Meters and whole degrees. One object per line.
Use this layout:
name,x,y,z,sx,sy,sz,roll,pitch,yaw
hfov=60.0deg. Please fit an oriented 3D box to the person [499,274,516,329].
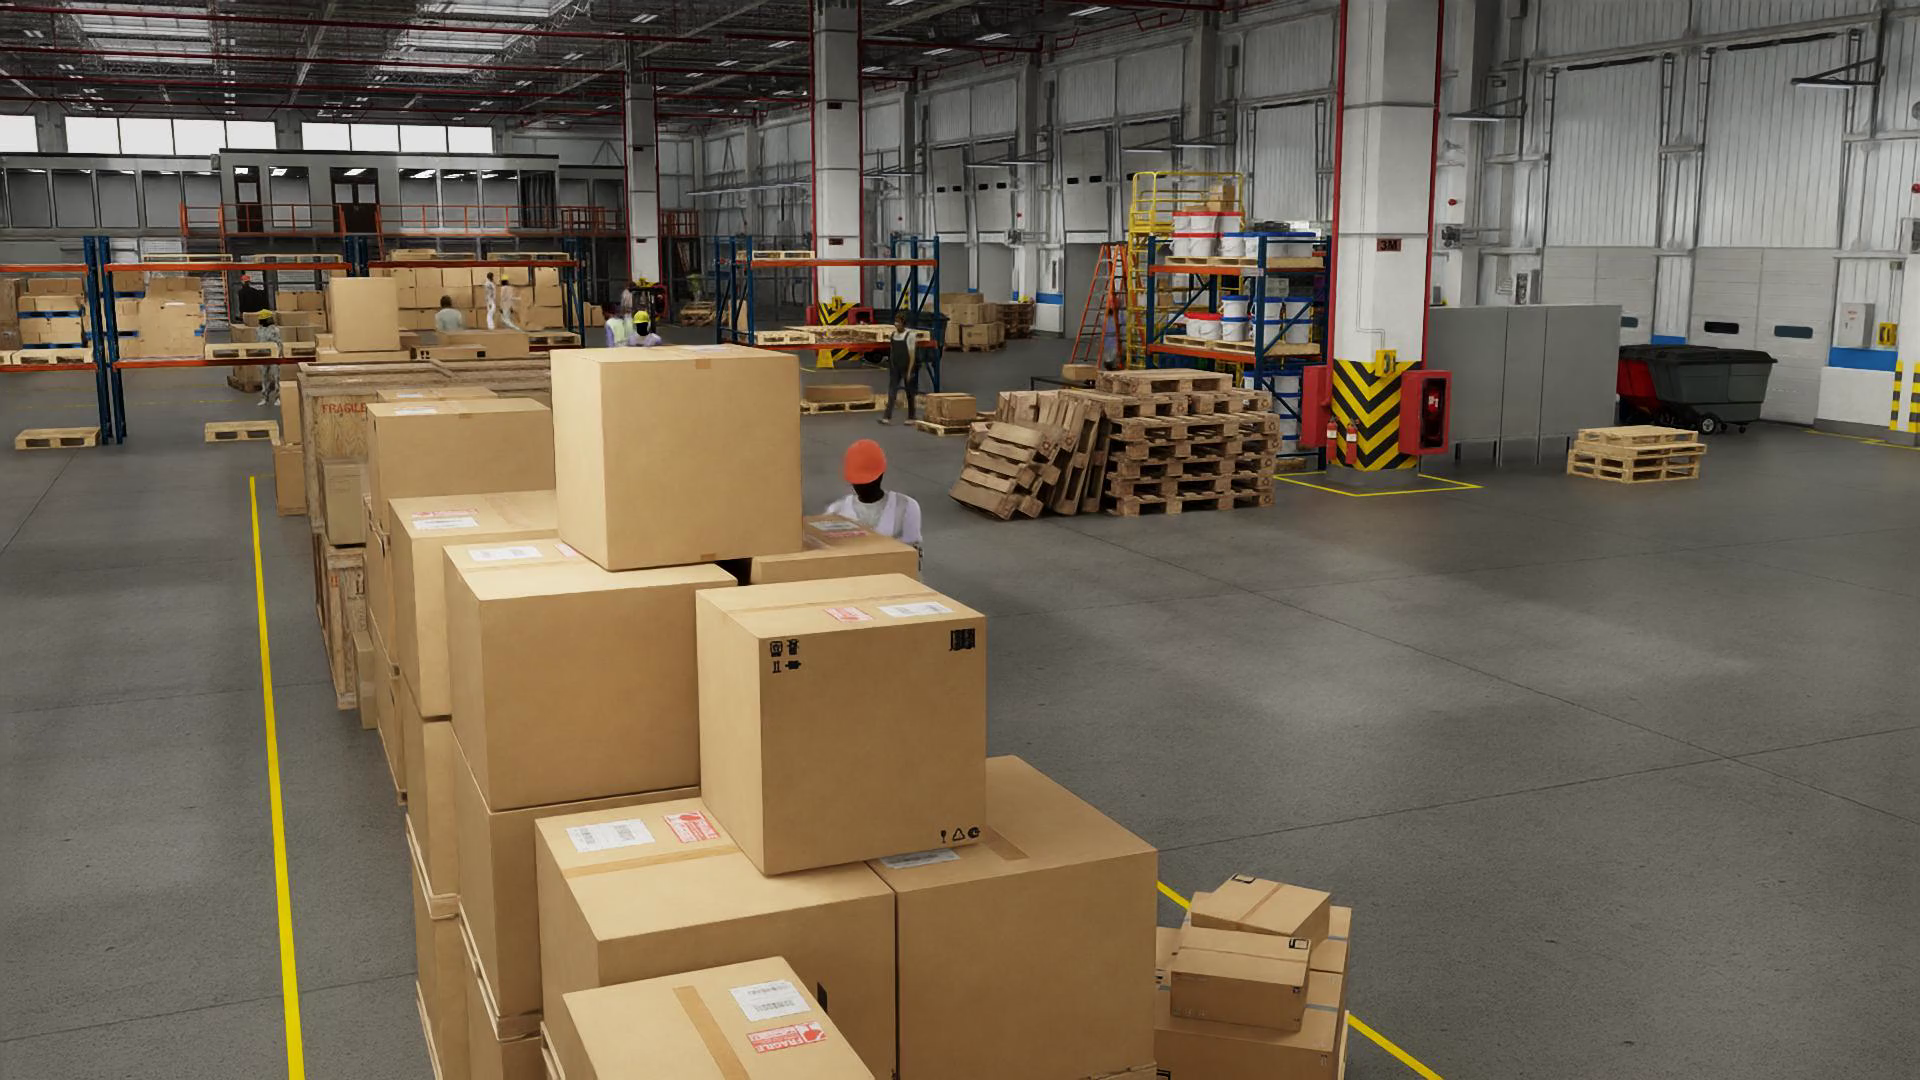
person,-13.626,-7.033,50.098,0.508,1.916,0.596,3,11,16

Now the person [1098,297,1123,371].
person,2.969,-3.758,32.149,0.622,1.886,0.784,10,14,44

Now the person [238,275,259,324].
person,-19.570,-6.282,45.750,0.390,1.995,0.613,6,12,28

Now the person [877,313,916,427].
person,-0.978,-2.692,26.487,0.518,1.799,0.940,5,12,27

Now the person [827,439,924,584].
person,-0.429,0.369,9.328,0.710,1.908,0.568,2,10,10

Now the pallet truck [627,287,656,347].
pallet truck,-6.464,-4.406,35.401,0.823,1.965,1.885,6,12,32

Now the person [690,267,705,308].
person,-10.699,-10.161,67.599,0.635,1.826,0.700,5,11,24

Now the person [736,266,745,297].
person,-9.965,-11.556,74.807,0.622,1.995,0.374,-1,10,-6

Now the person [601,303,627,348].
person,-6.168,-3.294,29.674,1.023,1.849,0.672,3,11,15

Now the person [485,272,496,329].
person,-14.870,-7.529,52.774,0.361,1.939,0.635,-1,10,-6

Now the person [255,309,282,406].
person,-12.444,-3.279,29.910,0.485,1.738,0.307,1,10,6

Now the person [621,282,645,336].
person,-9.230,-6.375,46.850,0.636,1.796,0.974,-5,11,-24

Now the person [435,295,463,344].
person,-10.019,-3.876,32.764,0.967,1.905,0.643,8,13,36

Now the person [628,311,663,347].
person,-4.700,-2.441,24.765,0.585,1.929,0.371,4,11,19

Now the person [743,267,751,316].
person,-8.175,-9.581,64.085,0.362,1.939,0.543,-1,10,-4
